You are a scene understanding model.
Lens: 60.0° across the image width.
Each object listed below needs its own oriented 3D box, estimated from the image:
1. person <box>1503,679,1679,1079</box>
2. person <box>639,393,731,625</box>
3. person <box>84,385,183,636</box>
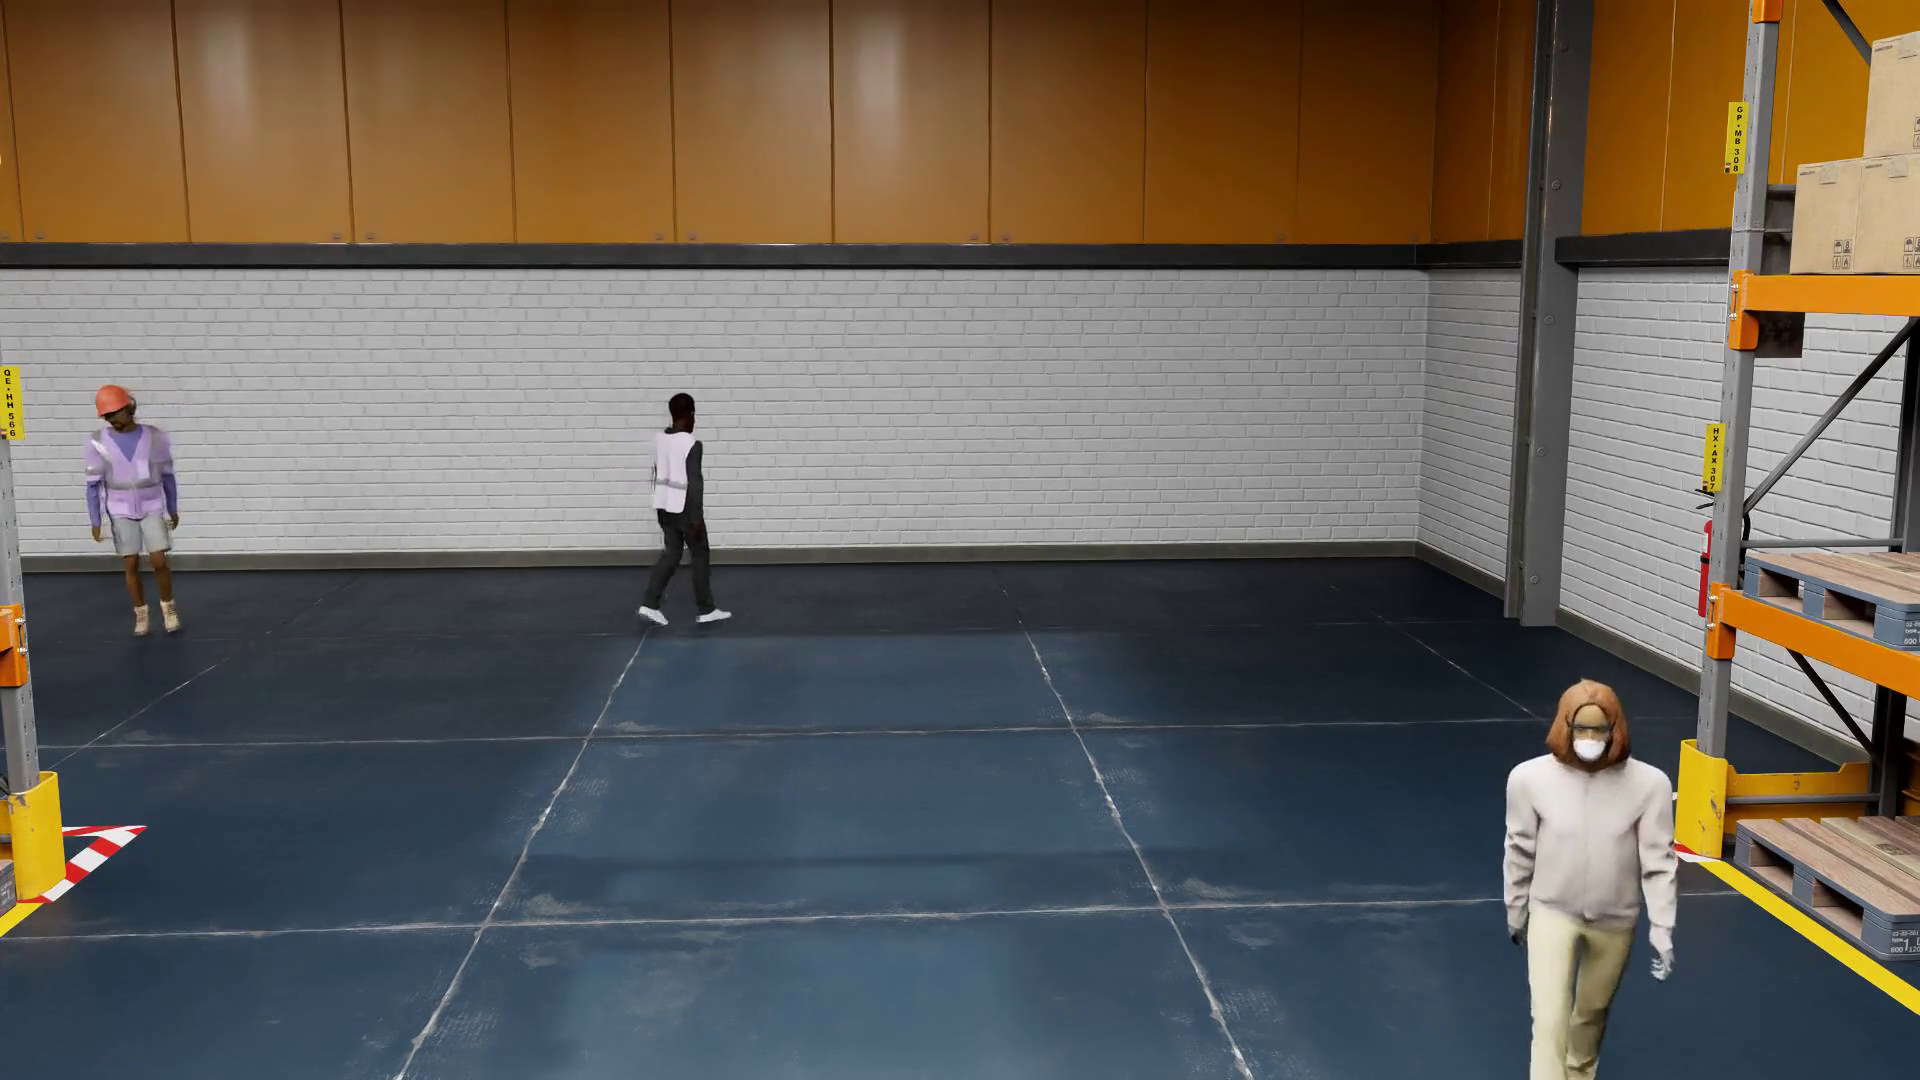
[{"bbox_3d":[1.983,1.213,5.280,0.507,1.581,0.850,2,9,14],"label":"person"},{"bbox_3d":[-2.262,-0.243,13.452,0.603,1.897,0.794,9,12,43],"label":"person"},{"bbox_3d":[-6.455,-0.221,12.980,0.625,1.994,0.592,-4,10,-26],"label":"person"}]
